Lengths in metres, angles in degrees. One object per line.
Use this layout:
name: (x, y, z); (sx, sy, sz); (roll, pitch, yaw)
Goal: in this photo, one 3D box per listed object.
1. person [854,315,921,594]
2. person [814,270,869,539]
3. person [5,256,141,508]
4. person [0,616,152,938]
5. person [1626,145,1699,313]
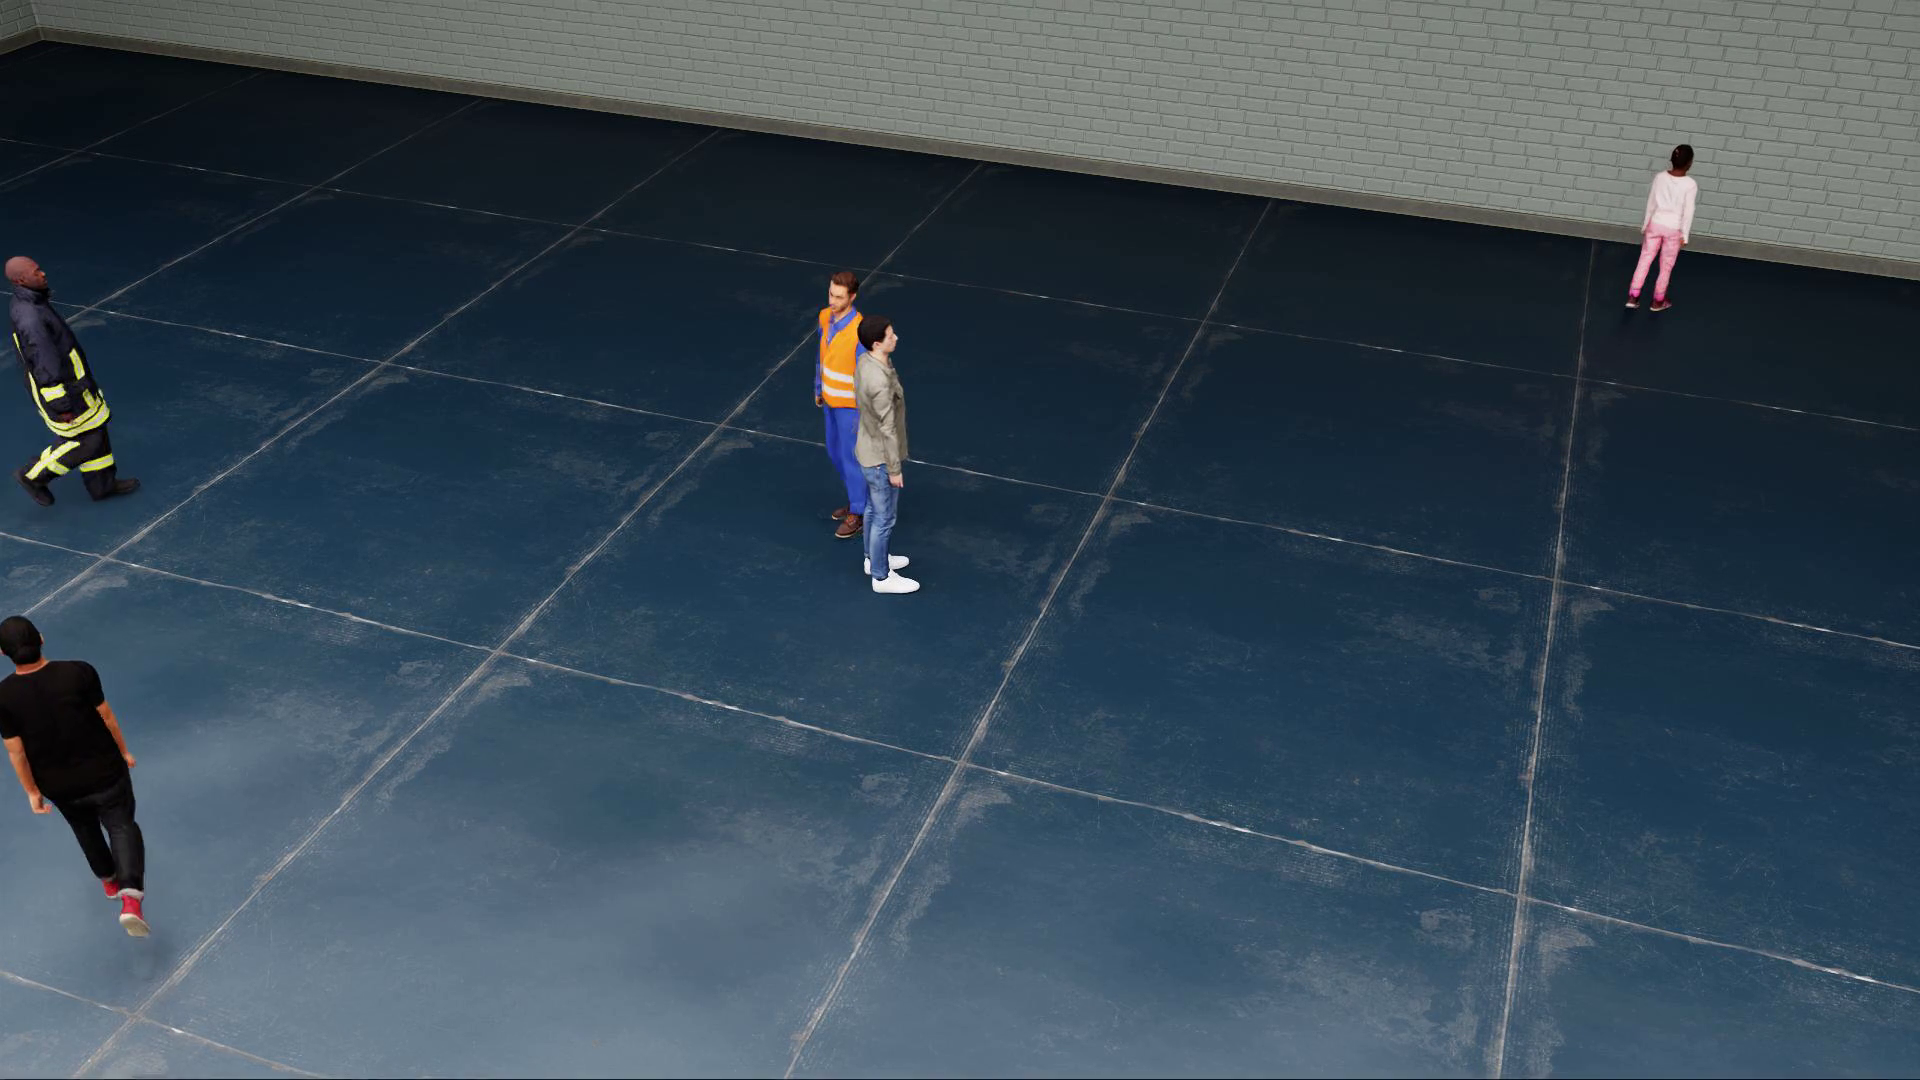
person: (-0.497, -0.533, 10.242); (0.853, 1.865, 0.736); (-8, 34, -12)
person: (-0.733, -0.890, 10.794); (0.846, 1.861, 0.838); (-20, 38, -27)
person: (-6.057, -1.014, 11.030); (1.126, 1.811, 1.063); (-15, 36, -22)
person: (-4.118, 1.132, 7.800); (1.029, 1.737, 1.104); (-14, 35, -20)
person: (5.849, -2.607, 13.793); (0.679, 1.471, 0.747); (28, 42, 35)
